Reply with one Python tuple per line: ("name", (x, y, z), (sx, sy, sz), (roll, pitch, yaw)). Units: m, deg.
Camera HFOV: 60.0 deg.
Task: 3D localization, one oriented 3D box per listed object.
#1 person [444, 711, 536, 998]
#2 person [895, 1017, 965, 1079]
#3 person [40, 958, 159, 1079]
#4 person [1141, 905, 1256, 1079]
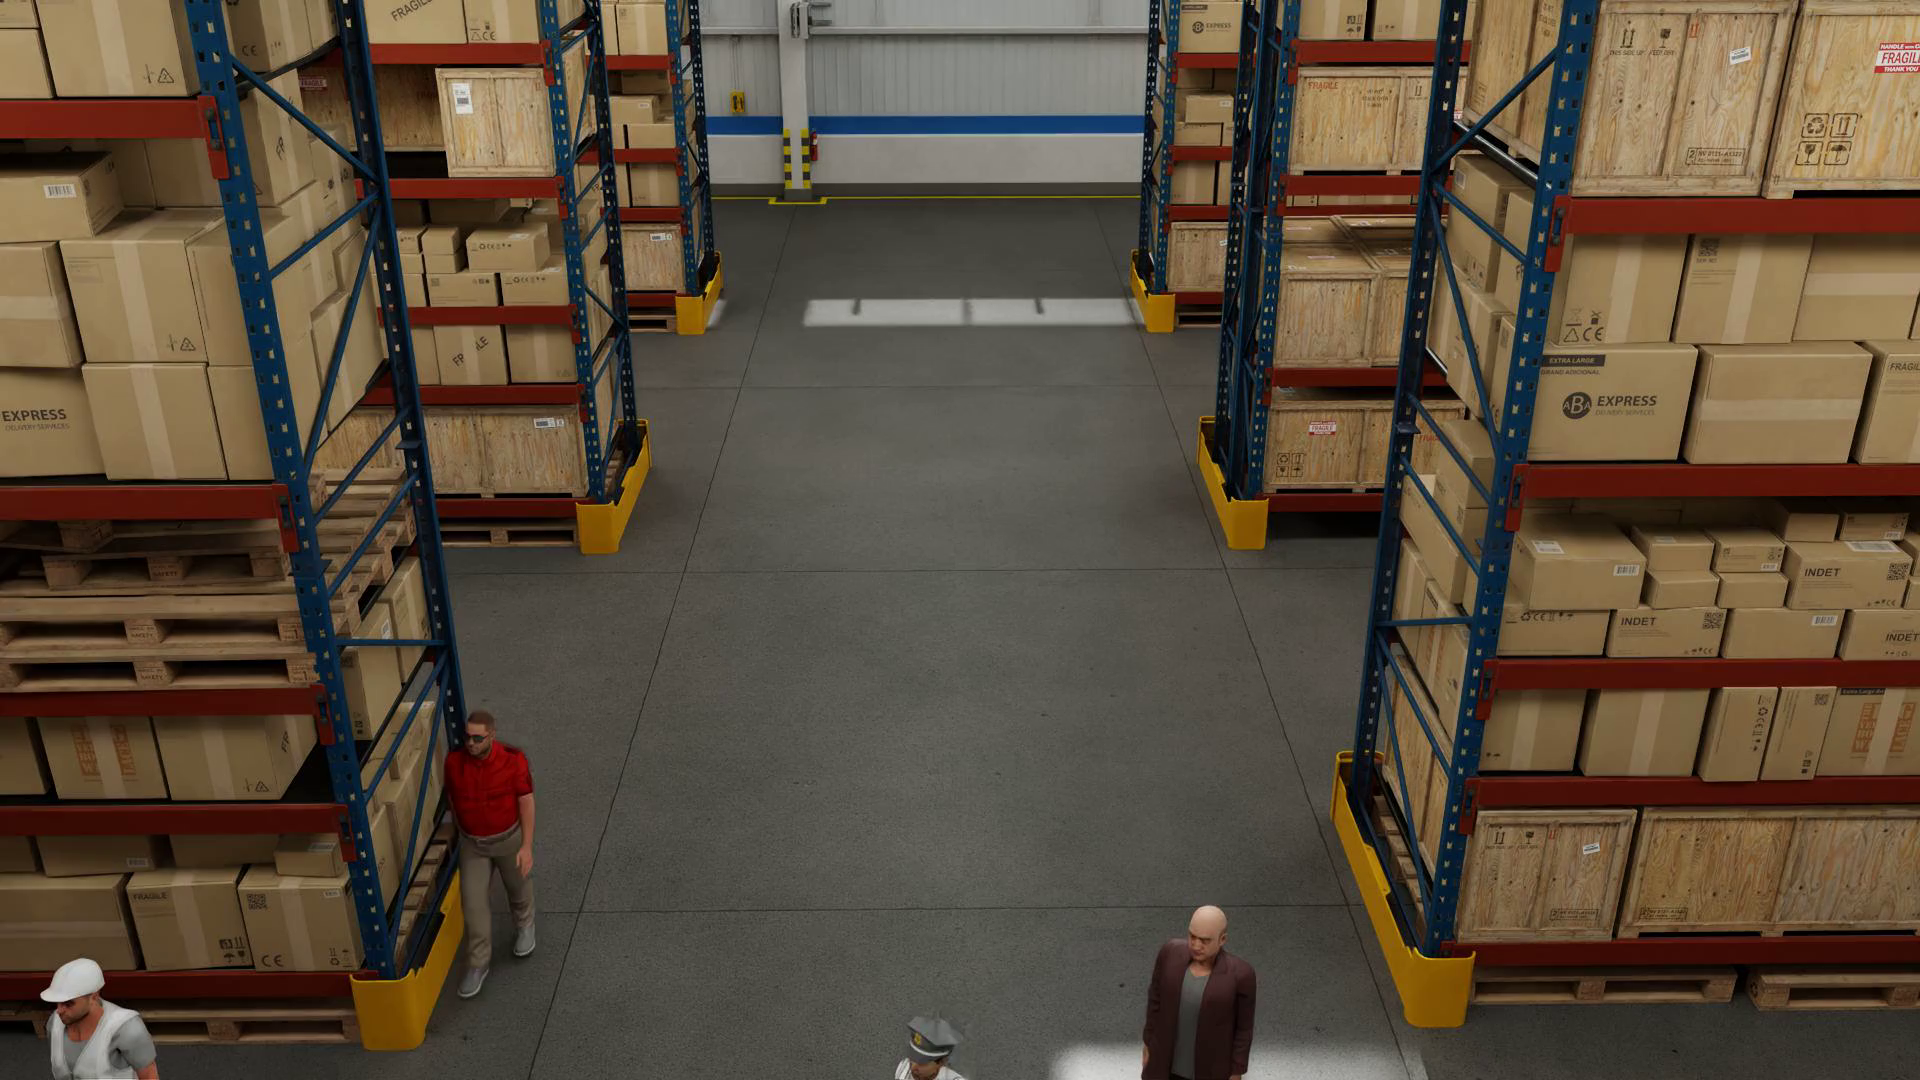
("person", (-2.799, 1.851, 9.923), (0.543, 1.711, 0.761), (-1, 25, -3))
("person", (-0.126, 2.913, 7.738), (0.483, 1.650, 0.962), (14, 28, 27))
("person", (-4.060, 2.760, 7.940), (0.544, 1.795, 0.348), (6, 26, 12))
("person", (1.149, 2.605, 8.287), (0.551, 1.781, 0.388), (12, 28, 25))
